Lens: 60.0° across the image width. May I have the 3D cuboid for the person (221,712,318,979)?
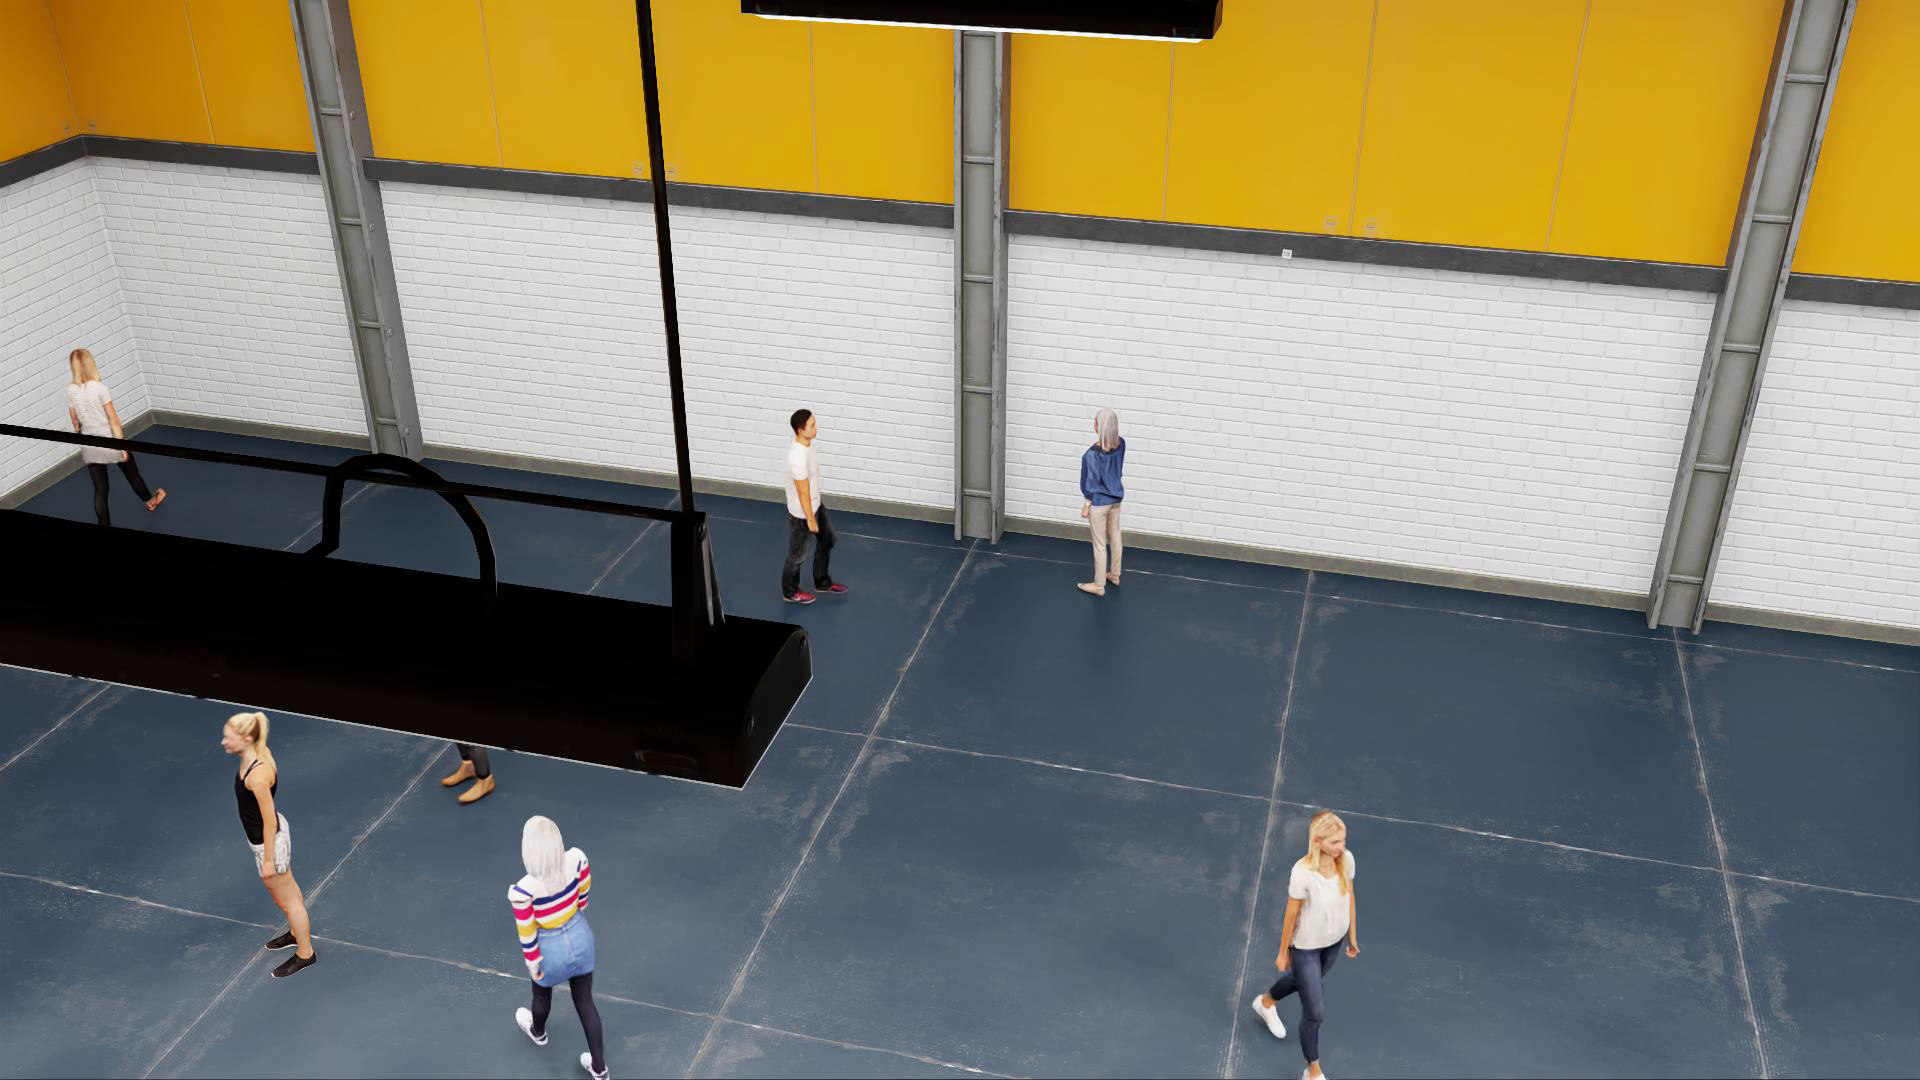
[{"bbox_3d":[-4.150,1.791,10.000,0.727,1.844,0.685,-12,31,-22],"label":"person"}]

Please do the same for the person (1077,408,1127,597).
[{"bbox_3d":[1.224,-0.330,14.053,0.717,1.697,0.704,24,36,36],"label":"person"}]

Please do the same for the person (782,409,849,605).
[{"bbox_3d":[-1.383,-0.269,13.847,0.823,1.786,0.744,3,29,5],"label":"person"}]

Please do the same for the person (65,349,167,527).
[{"bbox_3d":[-7.640,-0.760,14.742,1.139,1.780,0.917,0,29,0],"label":"person"}]

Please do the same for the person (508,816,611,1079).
[{"bbox_3d":[-2.150,2.281,9.174,0.997,1.773,1.121,-23,36,-36],"label":"person"}]

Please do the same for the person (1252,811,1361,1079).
[{"bbox_3d":[1.918,2.204,9.292,1.002,1.796,1.106,-18,33,-29],"label":"person"}]
